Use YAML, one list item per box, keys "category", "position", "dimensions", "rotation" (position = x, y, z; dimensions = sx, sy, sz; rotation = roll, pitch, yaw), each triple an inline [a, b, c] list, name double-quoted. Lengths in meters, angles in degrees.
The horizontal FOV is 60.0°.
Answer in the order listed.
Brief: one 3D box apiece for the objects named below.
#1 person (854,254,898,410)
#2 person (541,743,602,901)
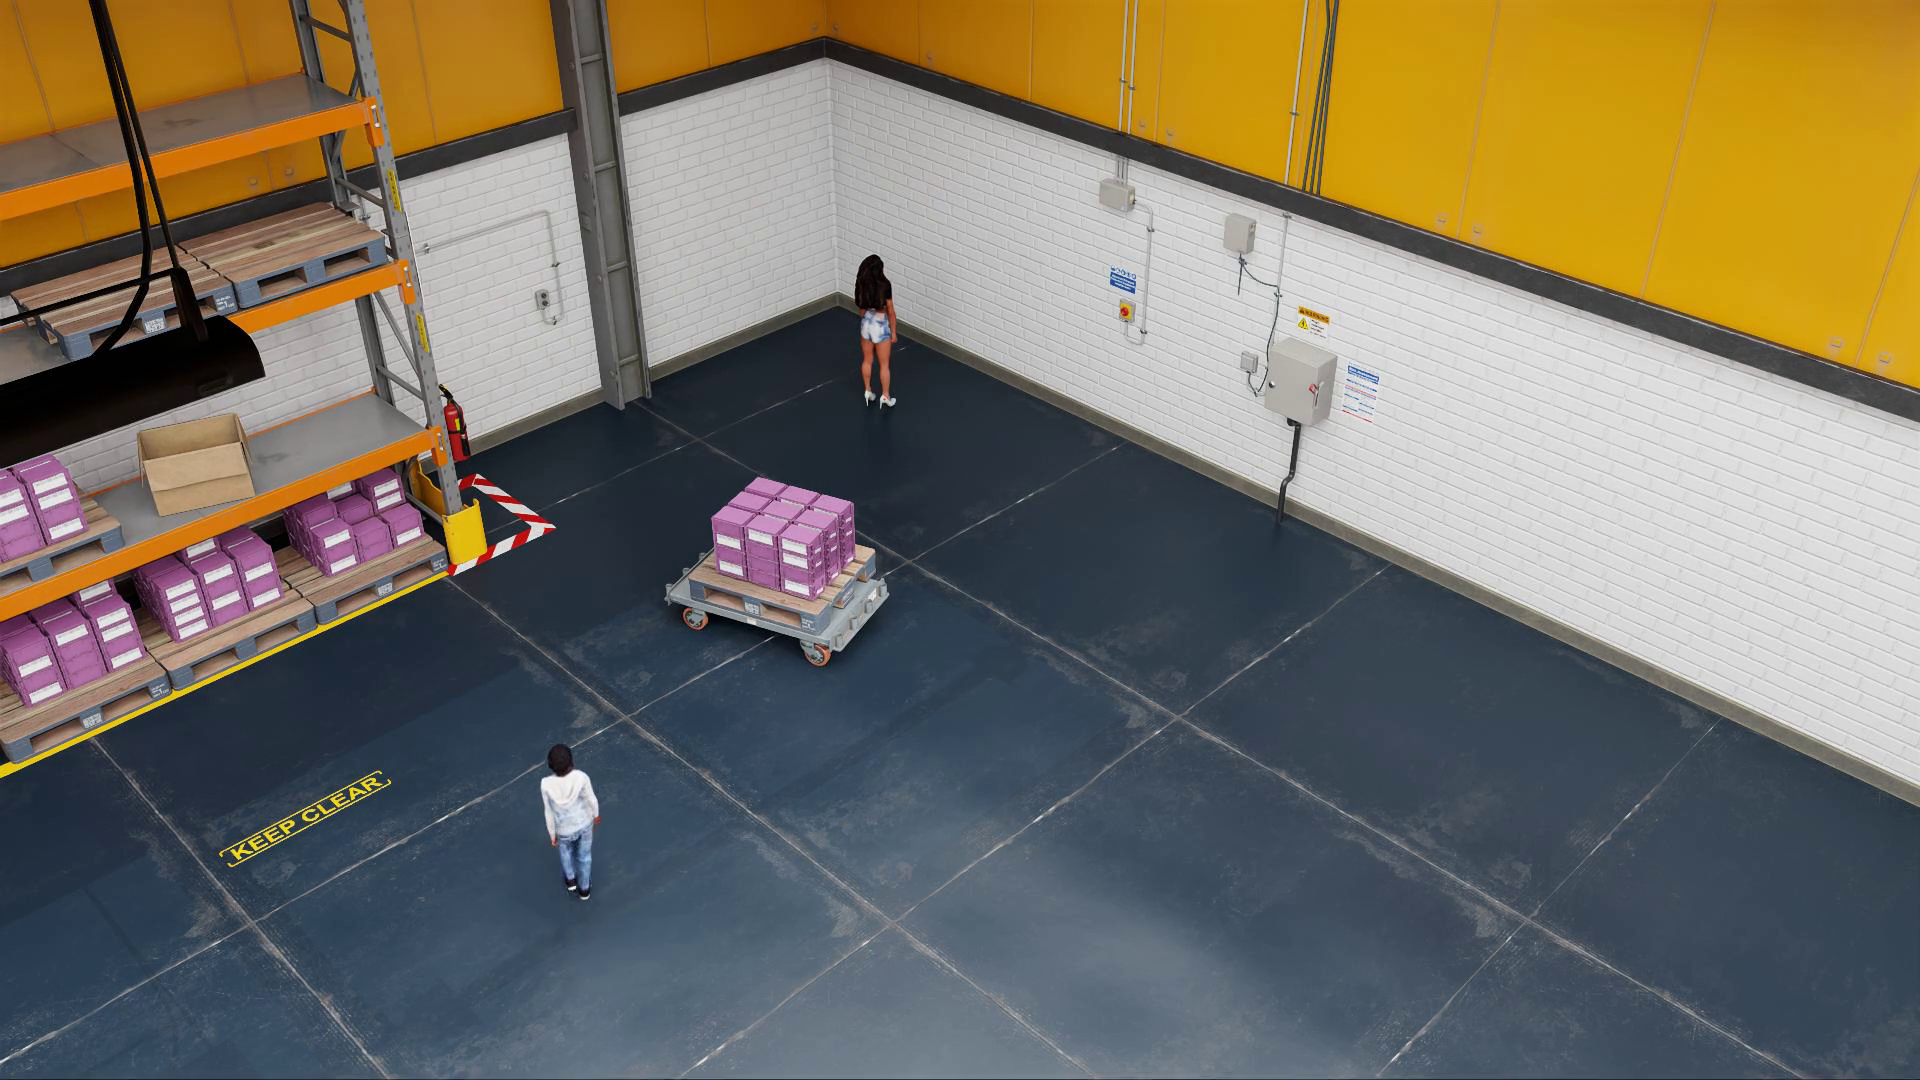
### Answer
- category: "person"
  position: [-0.832, -2.059, 16.452]
  dimensions: [0.612, 1.627, 0.621]
  rotation: [18, 38, 25]
- category: "person"
  position: [-2.541, 1.875, 10.875]
  dimensions: [0.591, 1.249, 0.655]
  rotation: [-6, 34, -9]
